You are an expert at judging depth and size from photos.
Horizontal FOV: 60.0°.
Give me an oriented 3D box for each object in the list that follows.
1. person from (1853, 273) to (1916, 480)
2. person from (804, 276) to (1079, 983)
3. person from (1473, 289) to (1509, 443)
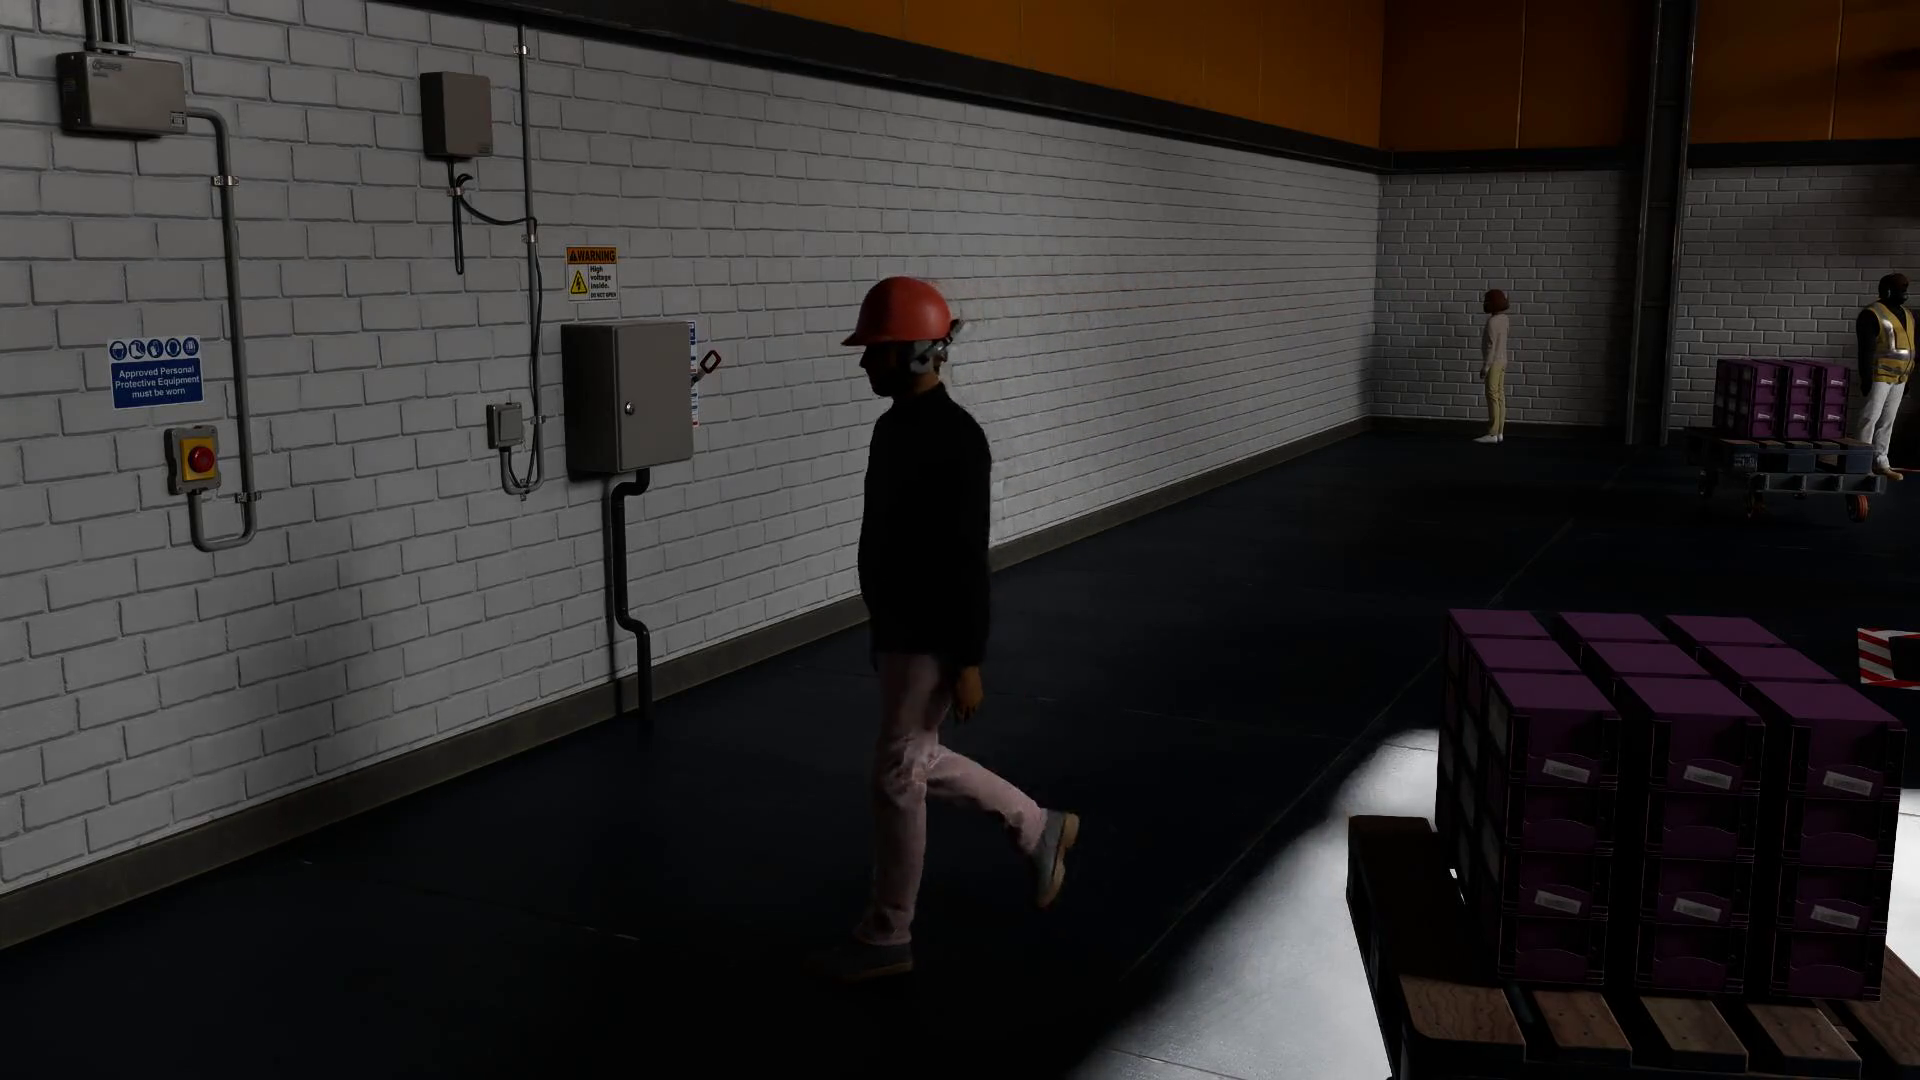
[{"bbox_3d":[8.209,-1.433,14.751,0.623,1.844,0.429,-5,11,-29],"label":"person"},{"bbox_3d":[-0.037,0.245,4.695,0.813,1.968,0.618,-4,11,-22],"label":"person"},{"bbox_3d":[5.696,-1.855,17.784,0.281,1.635,0.499,7,12,35],"label":"person"}]
